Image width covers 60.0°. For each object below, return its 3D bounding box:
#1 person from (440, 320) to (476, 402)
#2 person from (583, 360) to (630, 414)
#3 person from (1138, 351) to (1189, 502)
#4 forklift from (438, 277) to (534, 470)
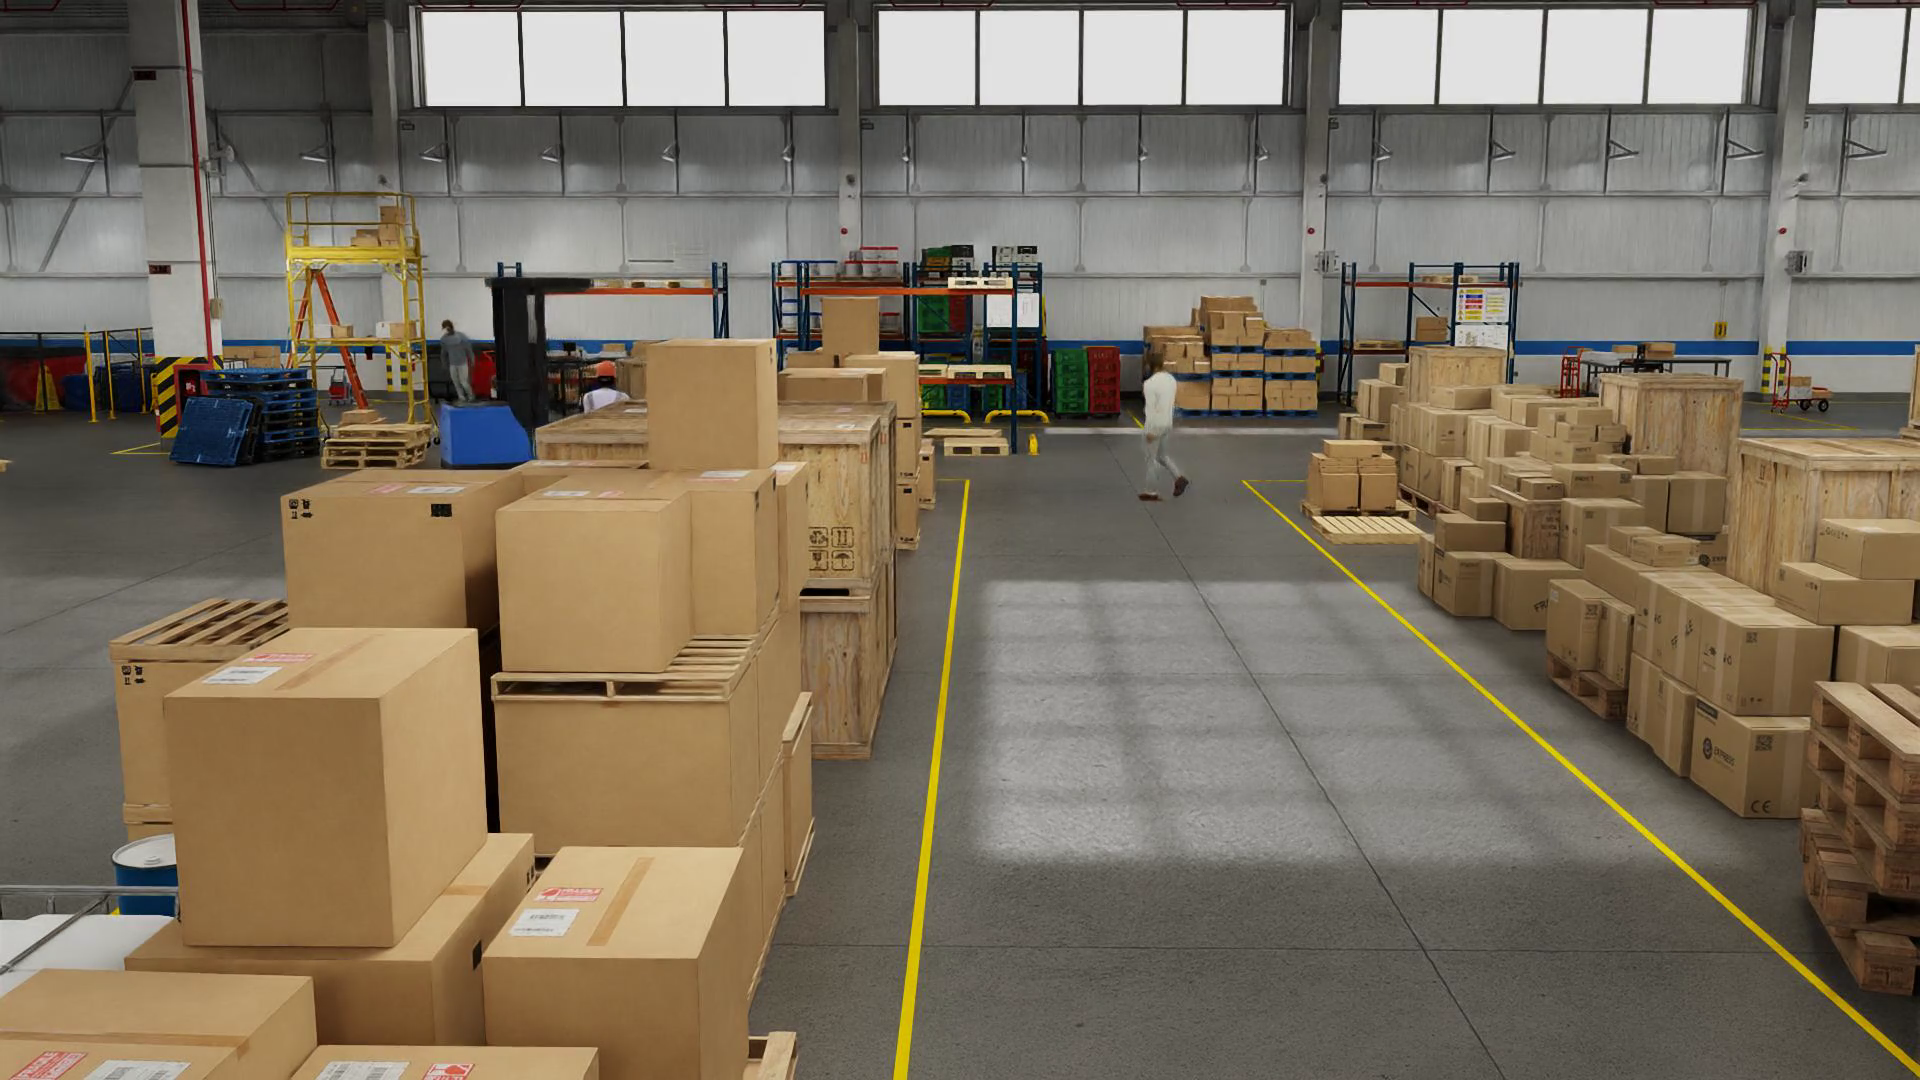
[{"bbox_3d":[-10.127,-3.490,33.505,0.666,1.891,0.559,3,10,17],"label":"person"},{"bbox_3d":[-4.124,-1.142,19.438,0.556,1.905,0.944,0,9,0],"label":"person"},{"bbox_3d":[2.549,-1.425,21.027,0.564,1.924,0.640,9,13,42],"label":"person"},{"bbox_3d":[-6.218,-2.234,23.017,1.873,2.768,1.129,-5,11,-27],"label":"forklift"}]
